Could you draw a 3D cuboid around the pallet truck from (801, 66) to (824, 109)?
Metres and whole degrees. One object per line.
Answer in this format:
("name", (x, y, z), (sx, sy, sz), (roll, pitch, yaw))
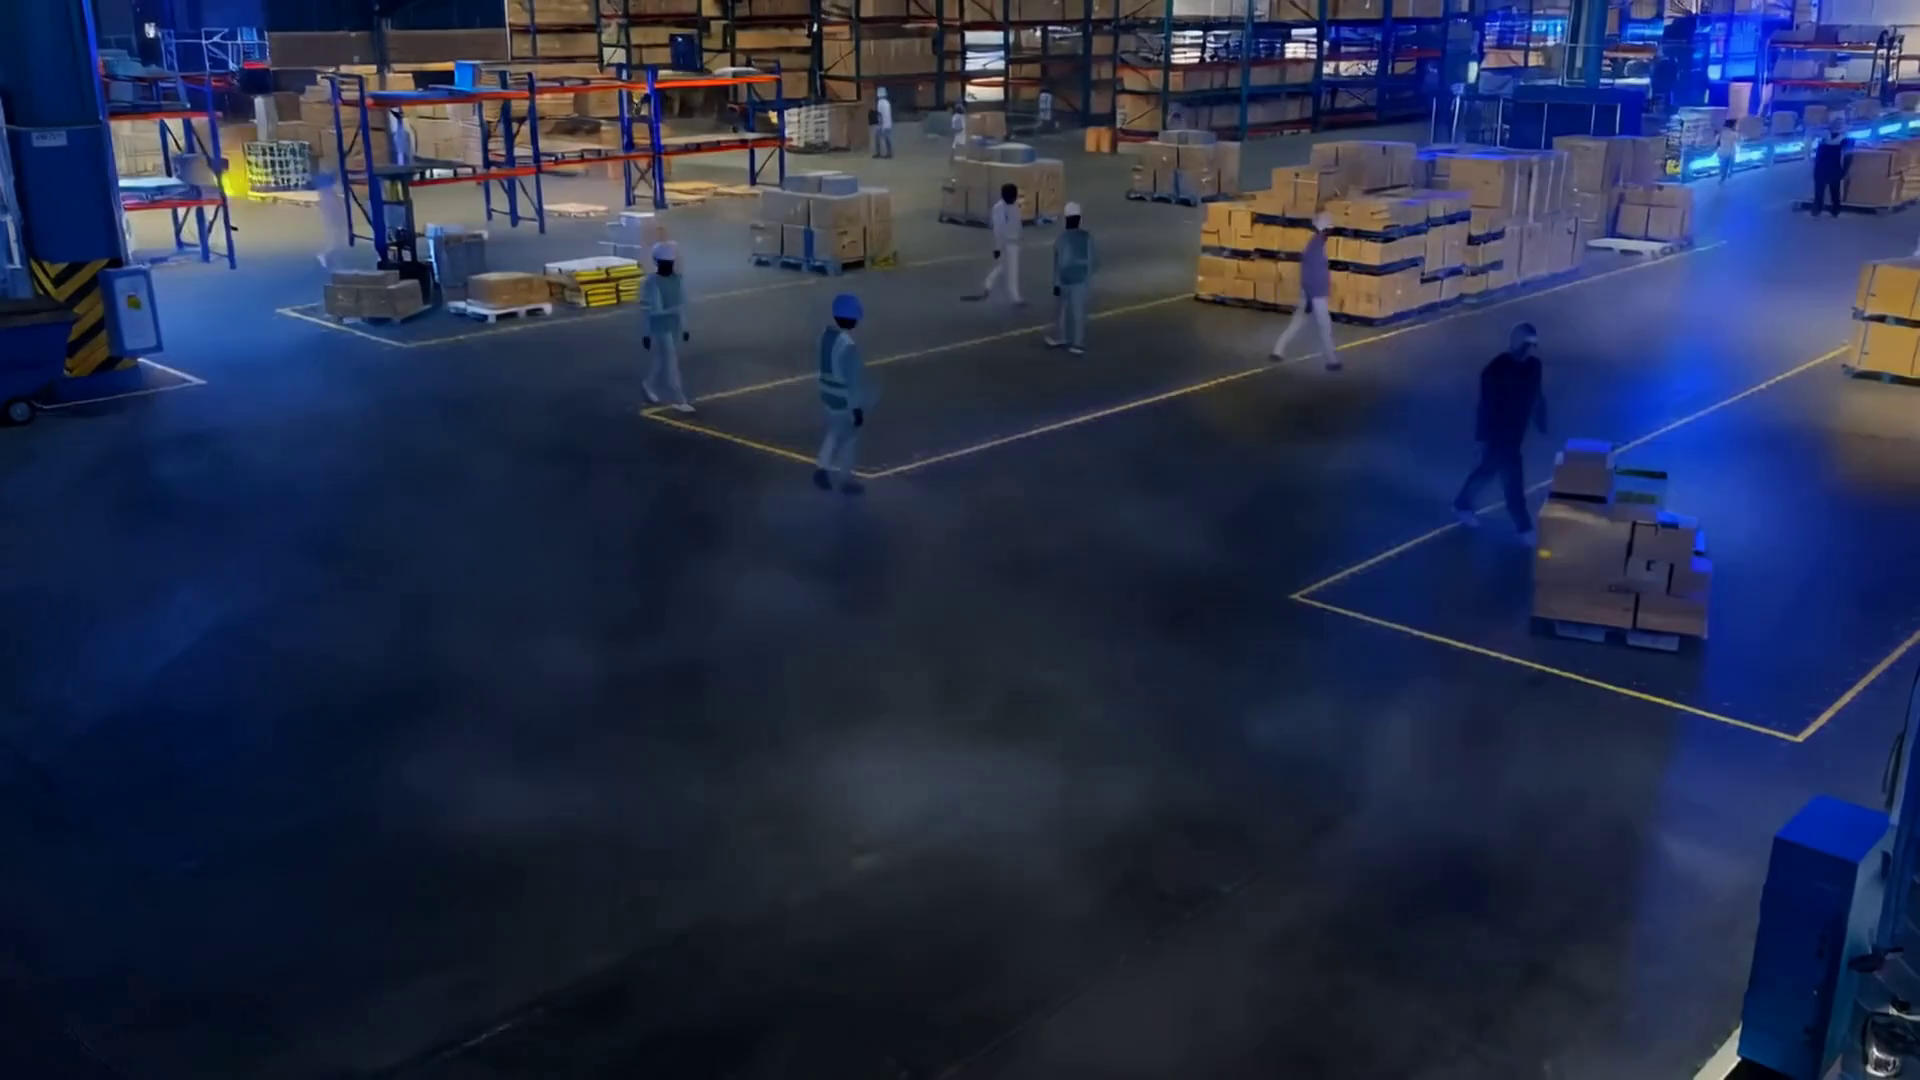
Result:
("pallet truck", (-4.812, -15.182, 56.903), (0.823, 1.965, 1.885), (-9, 21, -26))

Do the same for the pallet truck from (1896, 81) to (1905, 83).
("pallet truck", (34.802, -16.331, 61.455), (0.653, 1.274, 1.630), (17, 25, 41))

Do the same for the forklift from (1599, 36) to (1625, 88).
("forklift", (24.545, -17.688, 63.072), (1.129, 2.768, 1.873), (17, 25, 41))

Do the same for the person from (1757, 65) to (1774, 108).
("person", (31.743, -17.846, 65.498), (0.507, 1.631, 0.266), (12, 22, 32))

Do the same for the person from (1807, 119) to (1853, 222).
("person", (17.599, -7.475, 33.614), (0.535, 2.000, 0.768), (-13, 22, -34))

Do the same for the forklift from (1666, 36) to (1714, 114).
("forklift", (27.341, -17.291, 61.877), (1.129, 2.768, 1.873), (17, 25, 41))

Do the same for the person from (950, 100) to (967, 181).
("person", (-0.060, -9.747, 40.622), (0.363, 1.935, 0.553), (11, 21, 30))

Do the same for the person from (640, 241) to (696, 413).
("person", (-3.328, -2.407, 18.578), (0.898, 1.899, 0.594), (13, 22, 34))

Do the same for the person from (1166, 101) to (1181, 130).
("person", (5.346, -9.824, 40.918), (0.884, 1.908, 0.554), (8, 20, 22))

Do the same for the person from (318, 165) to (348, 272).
("person", (-10.382, -5.304, 27.527), (0.426, 1.757, 0.535), (-14, 23, -36))

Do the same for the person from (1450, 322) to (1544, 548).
("person", (4.663, -0.931, 14.157), (0.644, 1.883, 1.082), (-13, 22, -34))

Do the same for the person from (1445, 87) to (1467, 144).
("person", (14.304, -12.145, 48.032), (0.614, 1.812, 0.429), (16, 24, 39))

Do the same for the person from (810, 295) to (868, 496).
("person", (-1.094, -1.313, 15.248), (0.462, 1.929, 0.638), (-10, 21, -27))

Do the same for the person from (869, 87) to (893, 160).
("person", (-2.202, -11.447, 45.730), (0.797, 1.935, 0.645), (8, 20, 23))

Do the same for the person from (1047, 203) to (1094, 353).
("person", (1.417, -3.411, 21.585), (0.615, 1.893, 0.821), (-8, 20, -22))

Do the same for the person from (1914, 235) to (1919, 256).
("person", (14.149, -4.248, 24.225), (0.900, 1.837, 0.527), (-4, 19, -12))

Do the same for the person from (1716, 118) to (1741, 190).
("person", (17.773, -8.937, 38.590), (0.542, 1.682, 0.611), (17, 25, 41))

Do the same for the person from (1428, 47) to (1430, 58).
("person", (22.048, -22.154, 78.001), (0.553, 1.935, 0.365), (15, 23, 37))

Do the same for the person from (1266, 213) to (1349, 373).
("person", (4.284, -3.038, 20.385), (0.994, 1.955, 0.609), (3, 19, 10))

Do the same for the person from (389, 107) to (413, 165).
("person", (-13.773, -9.840, 41.058), (0.505, 1.838, 0.349), (-7, 20, -20))

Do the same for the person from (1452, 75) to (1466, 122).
("person", (17.399, -15.382, 58.046), (0.545, 1.648, 0.863), (13, 22, 34))

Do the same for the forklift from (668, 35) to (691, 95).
("forklift", (-10.752, -17.943, 63.842), (1.129, 2.768, 1.873), (17, 25, 41))

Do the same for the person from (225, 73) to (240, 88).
("person", (-23.589, -14.190, 54.059), (0.592, 1.914, 0.398), (10, 21, 27))

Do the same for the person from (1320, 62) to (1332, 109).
("person", (13.542, -16.700, 61.568), (0.627, 1.940, 0.372), (-11, 21, -30))

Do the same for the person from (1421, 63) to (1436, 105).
("person", (17.472, -16.771, 61.871), (0.760, 1.885, 0.658), (16, 24, 40))

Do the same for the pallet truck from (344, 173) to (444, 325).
("pallet truck", (-8.209, -4.181, 23.757), (0.823, 1.965, 1.885), (3, 19, 9))

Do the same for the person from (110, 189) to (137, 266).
("person", (-12.470, -4.386, 24.844), (0.322, 1.696, 0.530), (-10, 21, -28))

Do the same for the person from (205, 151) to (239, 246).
("person", (-13.472, -6.244, 30.416), (0.745, 1.717, 0.502), (10, 21, 27))

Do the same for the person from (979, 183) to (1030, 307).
("person", (0.658, -4.386, 24.657), (0.795, 1.821, 0.632), (8, 20, 23))

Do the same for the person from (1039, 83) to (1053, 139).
("person", (2.711, -13.460, 52.185), (0.315, 1.695, 0.541), (-14, 23, -36))
